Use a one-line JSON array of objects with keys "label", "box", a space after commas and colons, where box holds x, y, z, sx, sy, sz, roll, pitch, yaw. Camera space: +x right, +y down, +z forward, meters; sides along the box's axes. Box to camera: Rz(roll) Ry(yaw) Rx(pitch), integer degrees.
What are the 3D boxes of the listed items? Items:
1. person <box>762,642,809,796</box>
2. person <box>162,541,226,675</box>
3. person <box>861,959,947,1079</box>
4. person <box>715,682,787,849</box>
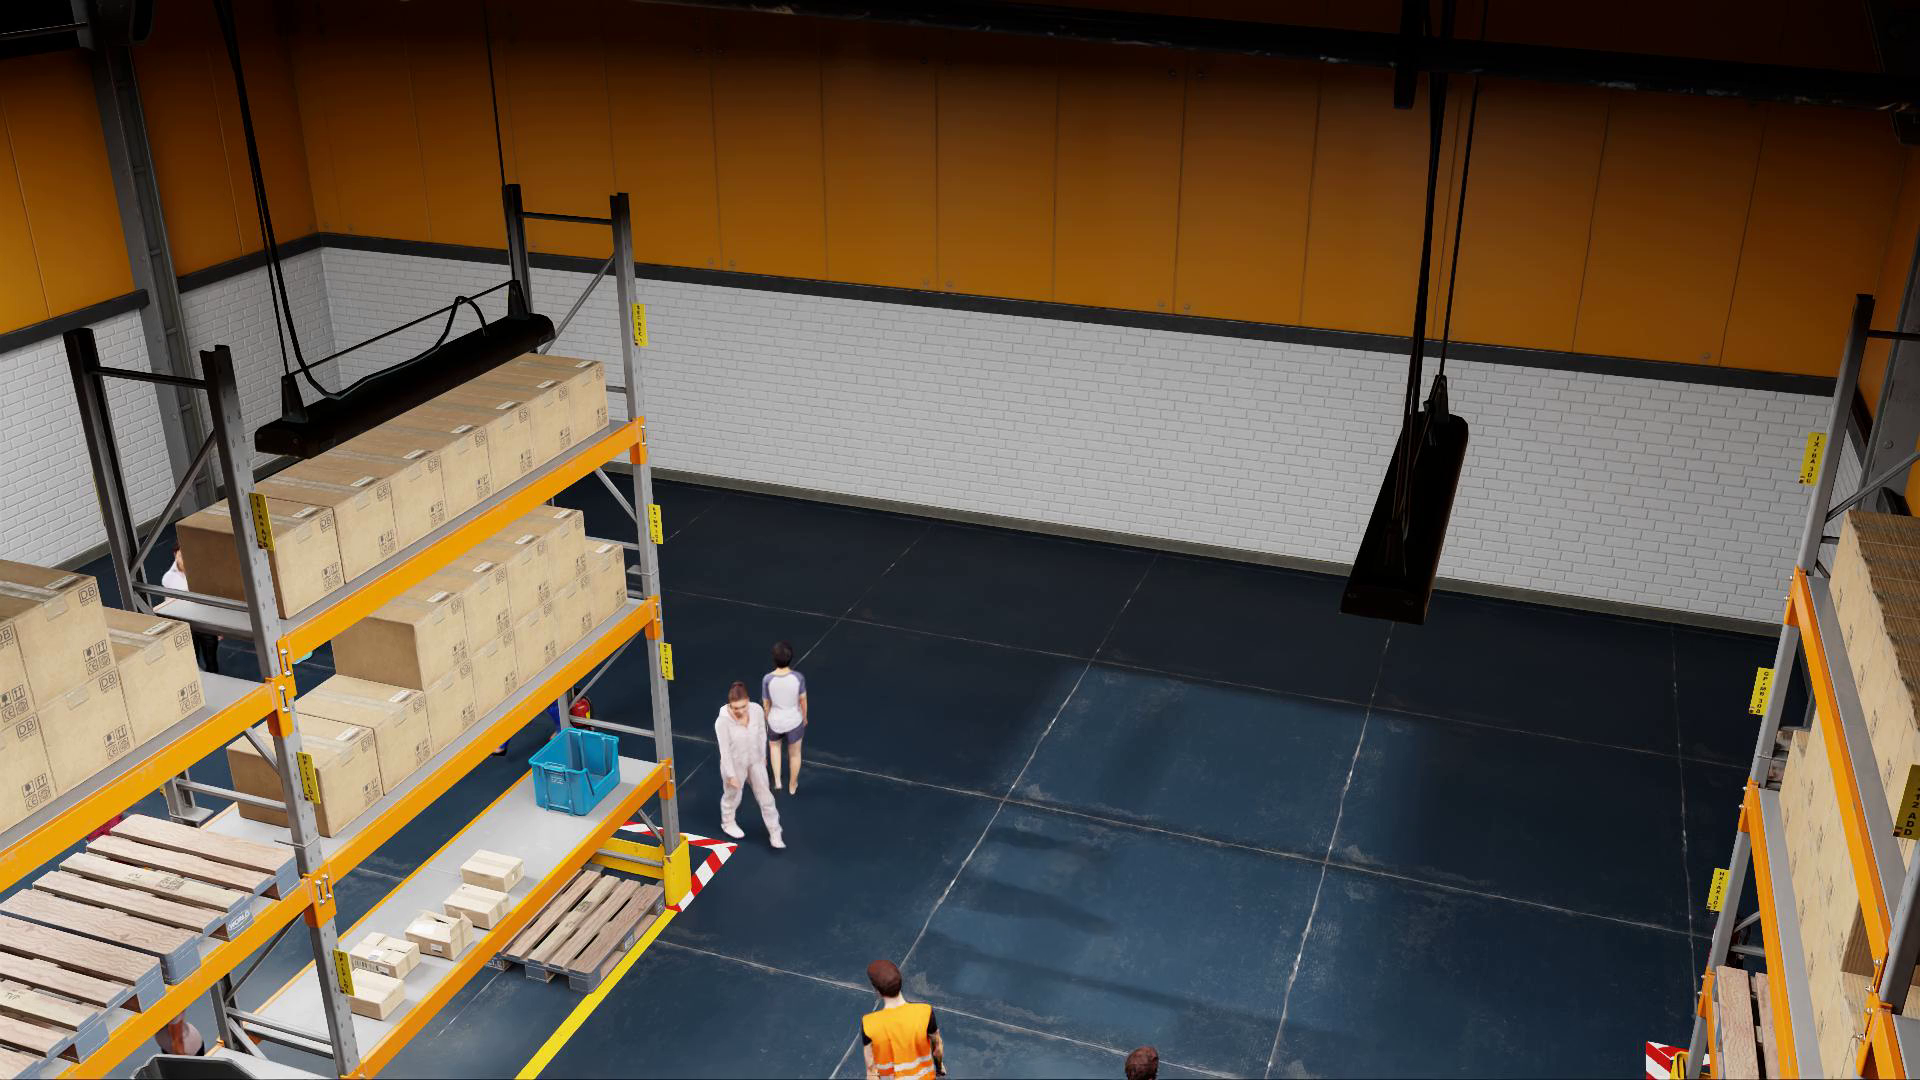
[{"label": "person", "box": [-1.619, 1.701, 15.416, 0.653, 1.552, 0.681, -1, 24, -2]}, {"label": "person", "box": [-7.764, 0.831, 16.961, 0.881, 1.910, 0.941, -10, 26, -22]}, {"label": "person", "box": [-0.334, 3.601, 10.715, 0.995, 1.836, 1.333, 0, 24, 0]}, {"label": "person", "box": [-1.974, 1.960, 14.721, 1.053, 1.634, 1.058, -16, 28, -32]}]
